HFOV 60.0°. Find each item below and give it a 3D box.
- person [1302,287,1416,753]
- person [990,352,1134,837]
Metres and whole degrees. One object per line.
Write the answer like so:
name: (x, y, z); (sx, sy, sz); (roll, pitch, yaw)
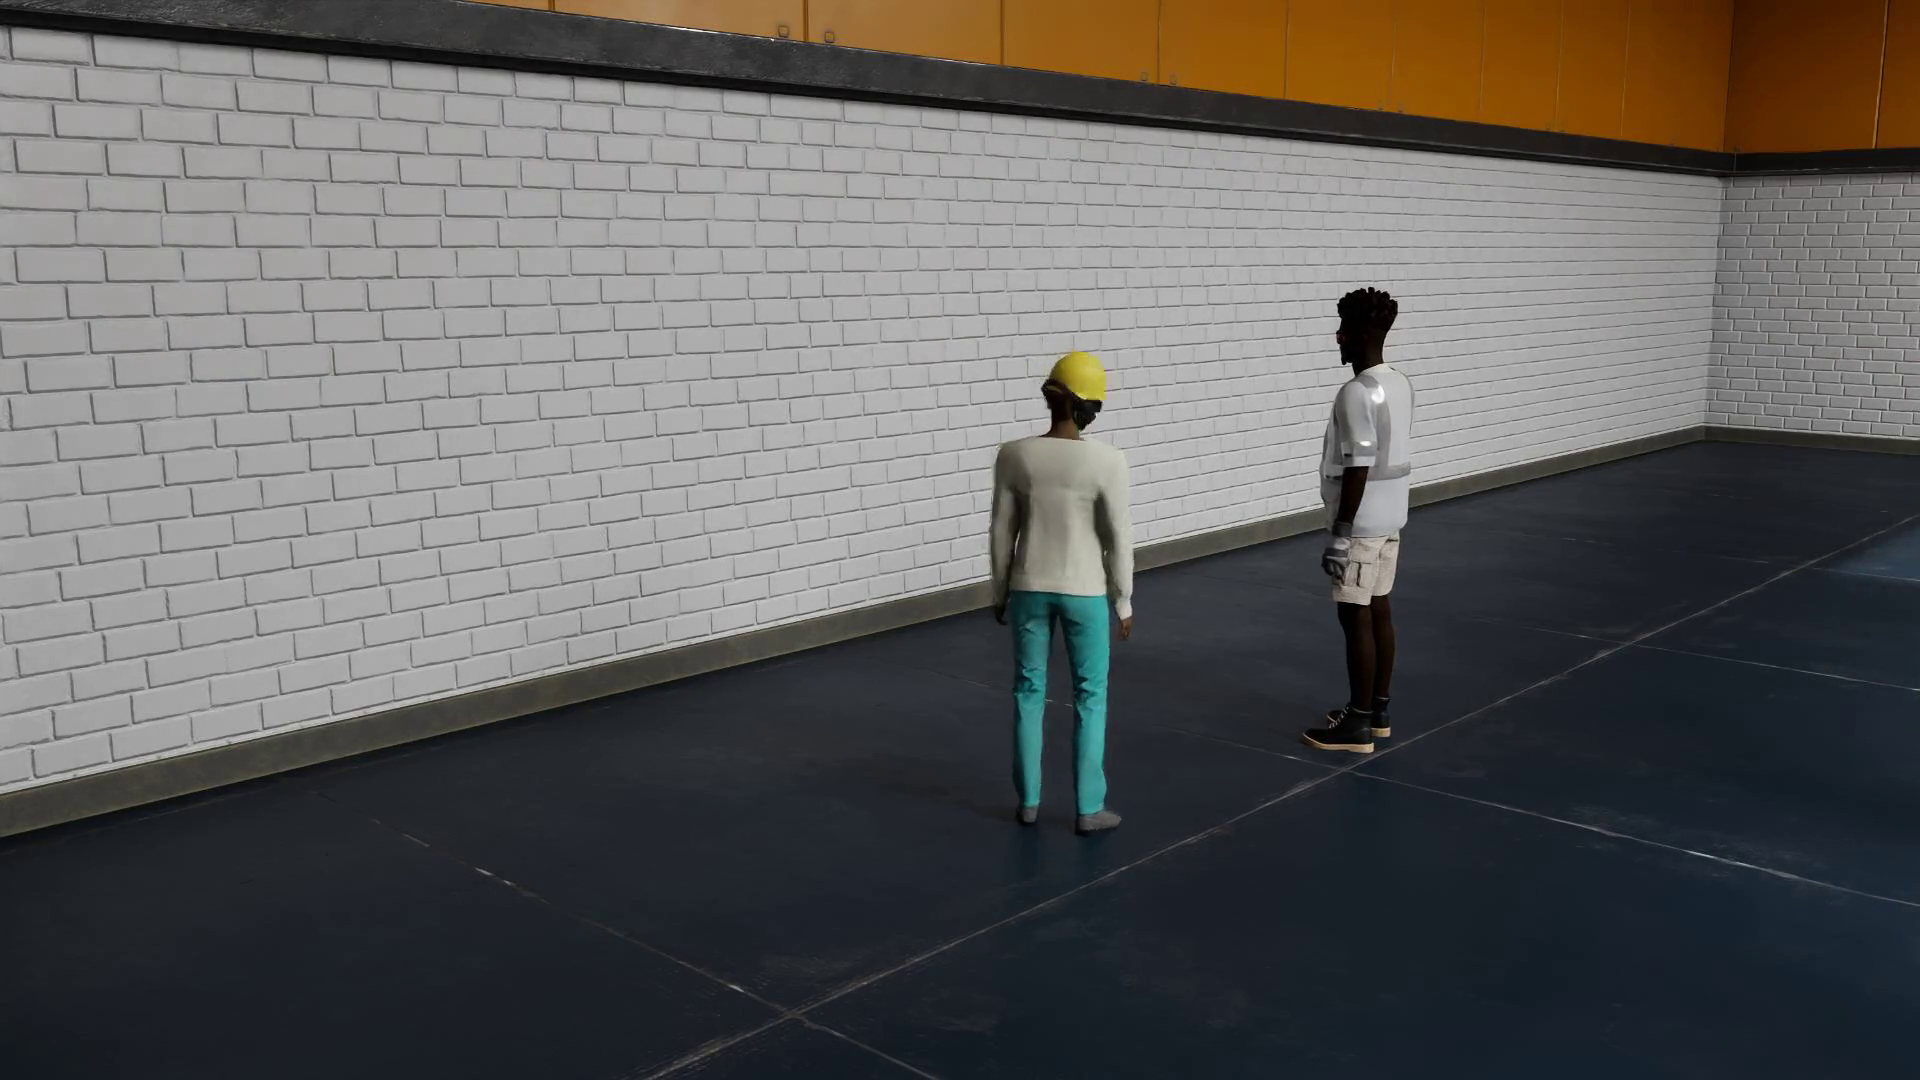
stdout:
person: (1.707, -0.084, 7.070); (0.361, 1.965, 0.612); (6, 12, 32)
person: (0.369, 0.203, 6.067); (0.550, 1.753, 0.355); (4, 11, 22)
